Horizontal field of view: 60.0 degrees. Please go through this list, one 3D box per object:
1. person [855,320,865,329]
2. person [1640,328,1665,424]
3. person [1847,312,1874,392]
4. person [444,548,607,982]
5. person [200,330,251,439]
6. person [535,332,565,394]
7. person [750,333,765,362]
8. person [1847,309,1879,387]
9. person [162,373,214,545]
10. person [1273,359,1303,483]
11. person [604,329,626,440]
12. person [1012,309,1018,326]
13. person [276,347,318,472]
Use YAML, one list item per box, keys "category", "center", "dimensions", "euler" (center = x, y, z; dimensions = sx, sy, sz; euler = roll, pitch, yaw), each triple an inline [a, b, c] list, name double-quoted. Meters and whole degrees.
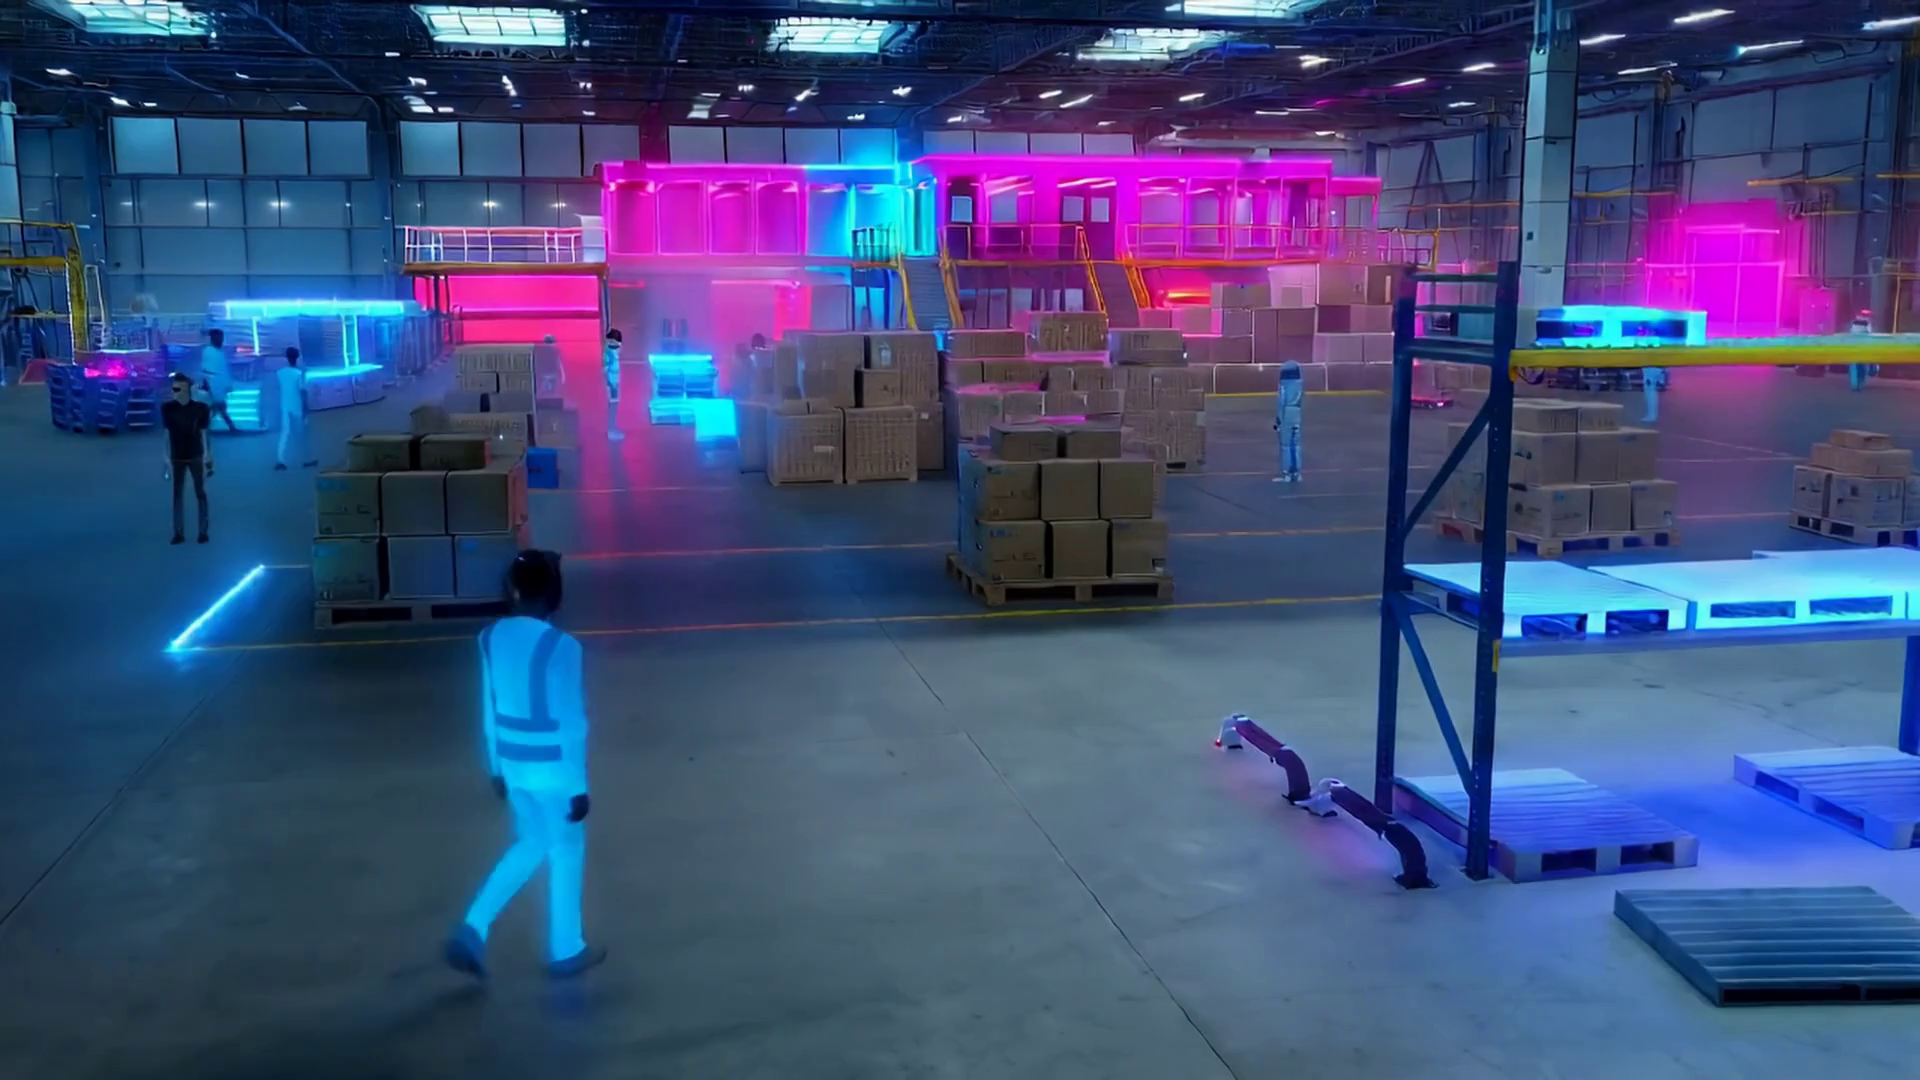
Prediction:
- category: "person"
  center: [-2.209, -3.951, 36.854]
  dimensions: [0.506, 1.846, 0.349]
  euler: [1, 9, 8]
- category: "person"
  center: [13.346, -3.161, 32.070]
  dimensions: [0.429, 1.837, 0.620]
  euler: [5, 10, 26]
- category: "person"
  center: [21.706, -4.533, 40.163]
  dimensions: [0.603, 1.931, 0.609]
  euler: [4, 10, 22]
- category: "person"
  center: [-1.784, 0.962, 6.868]
  dimensions: [0.576, 1.867, 0.636]
  euler: [7, 11, 35]
- category: "person"
  center: [-12.850, -2.694, 28.970]
  dimensions: [1.013, 1.906, 0.629]
  euler: [0, 9, 3]
- category: "person"
  center: [-8.037, -3.220, 32.705]
  dimensions: [0.552, 1.730, 0.798]
  euler: [-1, 9, -5]
- category: "person"
  center: [-3.323, -2.491, 27.732]
  dimensions: [0.392, 1.919, 0.591]
  euler: [3, 10, 17]
- category: "person"
  center: [22.718, -4.811, 41.774]
  dimensions: [0.630, 1.934, 1.037]
  euler: [-1, 9, -6]
- category: "person"
  center: [-8.377, -0.876, 18.031]
  dimensions: [0.519, 1.874, 0.326]
  euler: [-2, 10, -13]
- category: "person"
  center: [4.586, -1.660, 23.230]
  dimensions: [0.480, 1.733, 0.336]
  euler: [-8, 12, -40]
- category: "person"
  center: [-6.031, -2.715, 29.073]
  dimensions: [0.375, 1.927, 0.543]
  euler: [-1, 9, -7]
- category: "person"
  center: [1.492, -5.270, 44.773]
  dimensions: [0.342, 1.883, 0.587]
  euler: [-1, 9, -3]
- category: "person"
  center: [-9.891, -1.931, 24.595]
  dimensions: [0.528, 1.835, 0.939]
  euler: [1, 9, 5]
